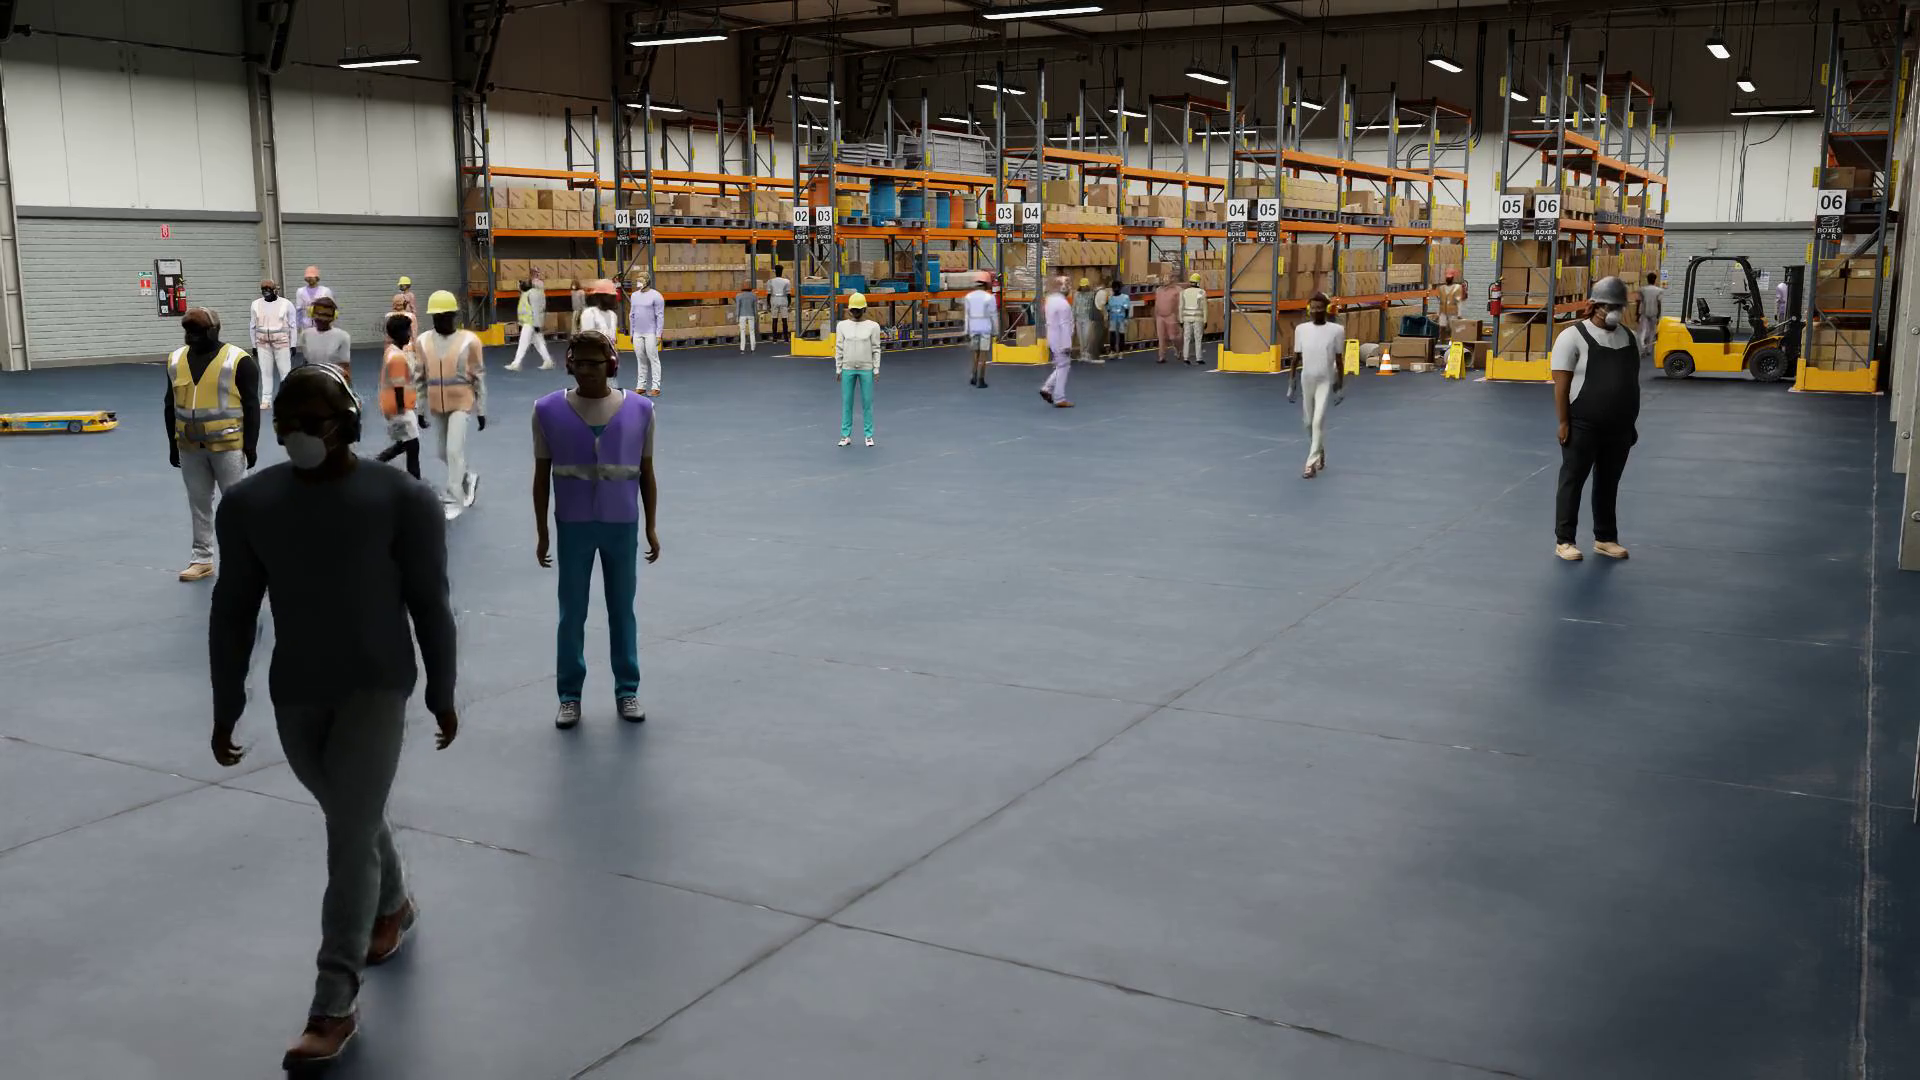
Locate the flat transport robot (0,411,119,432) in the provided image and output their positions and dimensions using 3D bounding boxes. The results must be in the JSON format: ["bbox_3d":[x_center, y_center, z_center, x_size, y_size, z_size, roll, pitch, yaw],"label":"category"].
[{"bbox_3d":[-11.251,-1.460,20.564,1.431,0.197,0.652,-3,10,-18],"label":"flat transport robot"}]

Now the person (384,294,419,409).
[{"bbox_3d":[-7.933,-2.676,23.677,0.518,1.639,0.312,2,10,14],"label":"person"}]

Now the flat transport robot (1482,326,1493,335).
[{"bbox_3d":[14.555,-5.774,45.816,0.652,0.197,1.431,4,10,20],"label":"flat transport robot"}]

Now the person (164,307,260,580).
[{"bbox_3d":[-5.012,-0.634,11.138,0.634,1.839,0.429,1,10,4],"label":"person"}]

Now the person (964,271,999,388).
[{"bbox_3d":[0.378,-3.466,27.477,0.586,1.921,0.474,5,11,26],"label":"person"}]

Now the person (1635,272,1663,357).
[{"bbox_3d":[14.844,-4.856,35.863,0.521,1.847,0.841,5,11,27],"label":"person"}]

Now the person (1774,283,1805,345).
[{"bbox_3d":[18.401,-5.077,36.940,0.581,1.919,0.391,4,11,25],"label":"person"}]

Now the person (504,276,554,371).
[{"bbox_3d":[-8.238,-4.141,31.811,0.971,1.797,0.651,-5,11,-25],"label":"person"}]

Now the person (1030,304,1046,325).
[{"bbox_3d":[1.897,-5.207,37.670,0.625,1.931,0.374,0,10,-2],"label":"person"}]

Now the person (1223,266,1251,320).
[{"bbox_3d":[5.867,-4.837,35.188,0.606,2.035,0.403,5,11,28],"label":"person"}]

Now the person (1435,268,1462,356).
[{"bbox_3d":[10.710,-4.989,36.414,0.562,1.918,0.750,7,12,35],"label":"person"}]

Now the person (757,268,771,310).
[{"bbox_3d":[-5.335,-6.390,44.807,0.580,1.863,0.419,5,11,29],"label":"person"}]

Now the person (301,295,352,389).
[{"bbox_3d":[-5.708,-1.289,15.001,0.577,1.829,0.453,2,10,14],"label":"person"}]

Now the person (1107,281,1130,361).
[{"bbox_3d":[3.274,-4.554,34.619,0.537,1.645,0.846,3,10,15],"label":"person"}]

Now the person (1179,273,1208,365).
[{"bbox_3d":[4.690,-4.418,33.314,0.599,1.830,0.403,5,11,28],"label":"person"}]

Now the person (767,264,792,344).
[{"bbox_3d":[-4.497,-5.867,41.403,0.612,1.964,0.364,0,10,0],"label":"person"}]

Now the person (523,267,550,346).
[{"bbox_3d":[-10.280,-5.655,40.340,0.643,1.909,0.410,5,11,28],"label":"person"}]

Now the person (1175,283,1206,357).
[{"bbox_3d":[4.943,-4.741,35.904,0.522,1.599,0.830,9,13,44],"label":"person"}]

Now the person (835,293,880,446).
[{"bbox_3d":[-1.174,-1.949,19.073,0.522,1.762,0.320,1,10,3],"label":"person"}]

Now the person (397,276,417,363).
[{"bbox_3d":[-11.066,-4.388,33.331,0.331,1.768,0.526,-9,14,-44],"label":"person"}]

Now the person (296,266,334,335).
[{"bbox_3d":[-11.581,-3.913,29.893,0.619,2.002,1.052,0,10,-1],"label":"person"}]

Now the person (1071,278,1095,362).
[{"bbox_3d":[2.515,-4.522,34.261,0.504,1.723,0.638,5,11,29],"label":"person"}]

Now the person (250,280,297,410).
[{"bbox_3d":[-9.735,-2.760,23.582,0.633,1.842,0.429,-1,10,-5],"label":"person"}]

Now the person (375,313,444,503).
[{"bbox_3d":[-4.963,-1.148,14.598,0.663,1.677,0.546,-4,11,-23],"label":"person"}]

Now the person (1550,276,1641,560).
[{"bbox_3d":[4.611,-0.870,11.935,0.683,2.000,0.538,-3,10,-15],"label":"person"}]

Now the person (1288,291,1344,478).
[{"bbox_3d":[3.570,-1.567,16.627,0.525,1.842,0.865,5,11,26],"label":"person"}]

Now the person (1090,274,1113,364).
[{"bbox_3d":[2.849,-4.448,33.551,0.461,1.808,0.553,-1,10,-5],"label":"person"}]

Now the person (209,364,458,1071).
[{"bbox_3d":[-1.781,0.432,4.784,0.650,1.891,1.030,1,10,3],"label":"person"}]

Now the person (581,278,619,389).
[{"bbox_3d":[-4.161,-2.043,19.136,0.562,1.923,0.582,5,11,28],"label":"person"}]

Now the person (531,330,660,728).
[{"bbox_3d":[-1.689,-0.057,7.750,0.567,1.841,0.377,-3,10,-17],"label":"person"}]

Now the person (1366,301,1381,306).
[{"bbox_3d":[11.073,-6.336,44.320,0.548,1.916,0.796,6,11,31],"label":"person"}]

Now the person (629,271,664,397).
[{"bbox_3d":[-4.875,-3.192,25.825,0.630,1.940,0.373,5,11,27],"label":"person"}]

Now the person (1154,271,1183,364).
[{"bbox_3d":[4.243,-4.531,33.832,0.644,1.890,0.581,7,12,34],"label":"person"}]

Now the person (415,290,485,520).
[{"bbox_3d":[-4.263,-1.149,14.002,0.597,1.901,0.850,2,10,10],"label":"person"}]

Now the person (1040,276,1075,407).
[{"bbox_3d":[1.464,-2.841,23.910,0.433,1.888,0.665,-3,10,-15],"label":"person"}]

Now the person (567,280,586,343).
[{"bbox_3d":[-9.588,-5.787,42.038,0.542,1.591,0.832,6,12,33],"label":"person"}]

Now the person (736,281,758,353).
[{"bbox_3d":[-4.779,-4.995,37.306,0.493,1.624,0.280,-4,10,-22],"label":"person"}]
